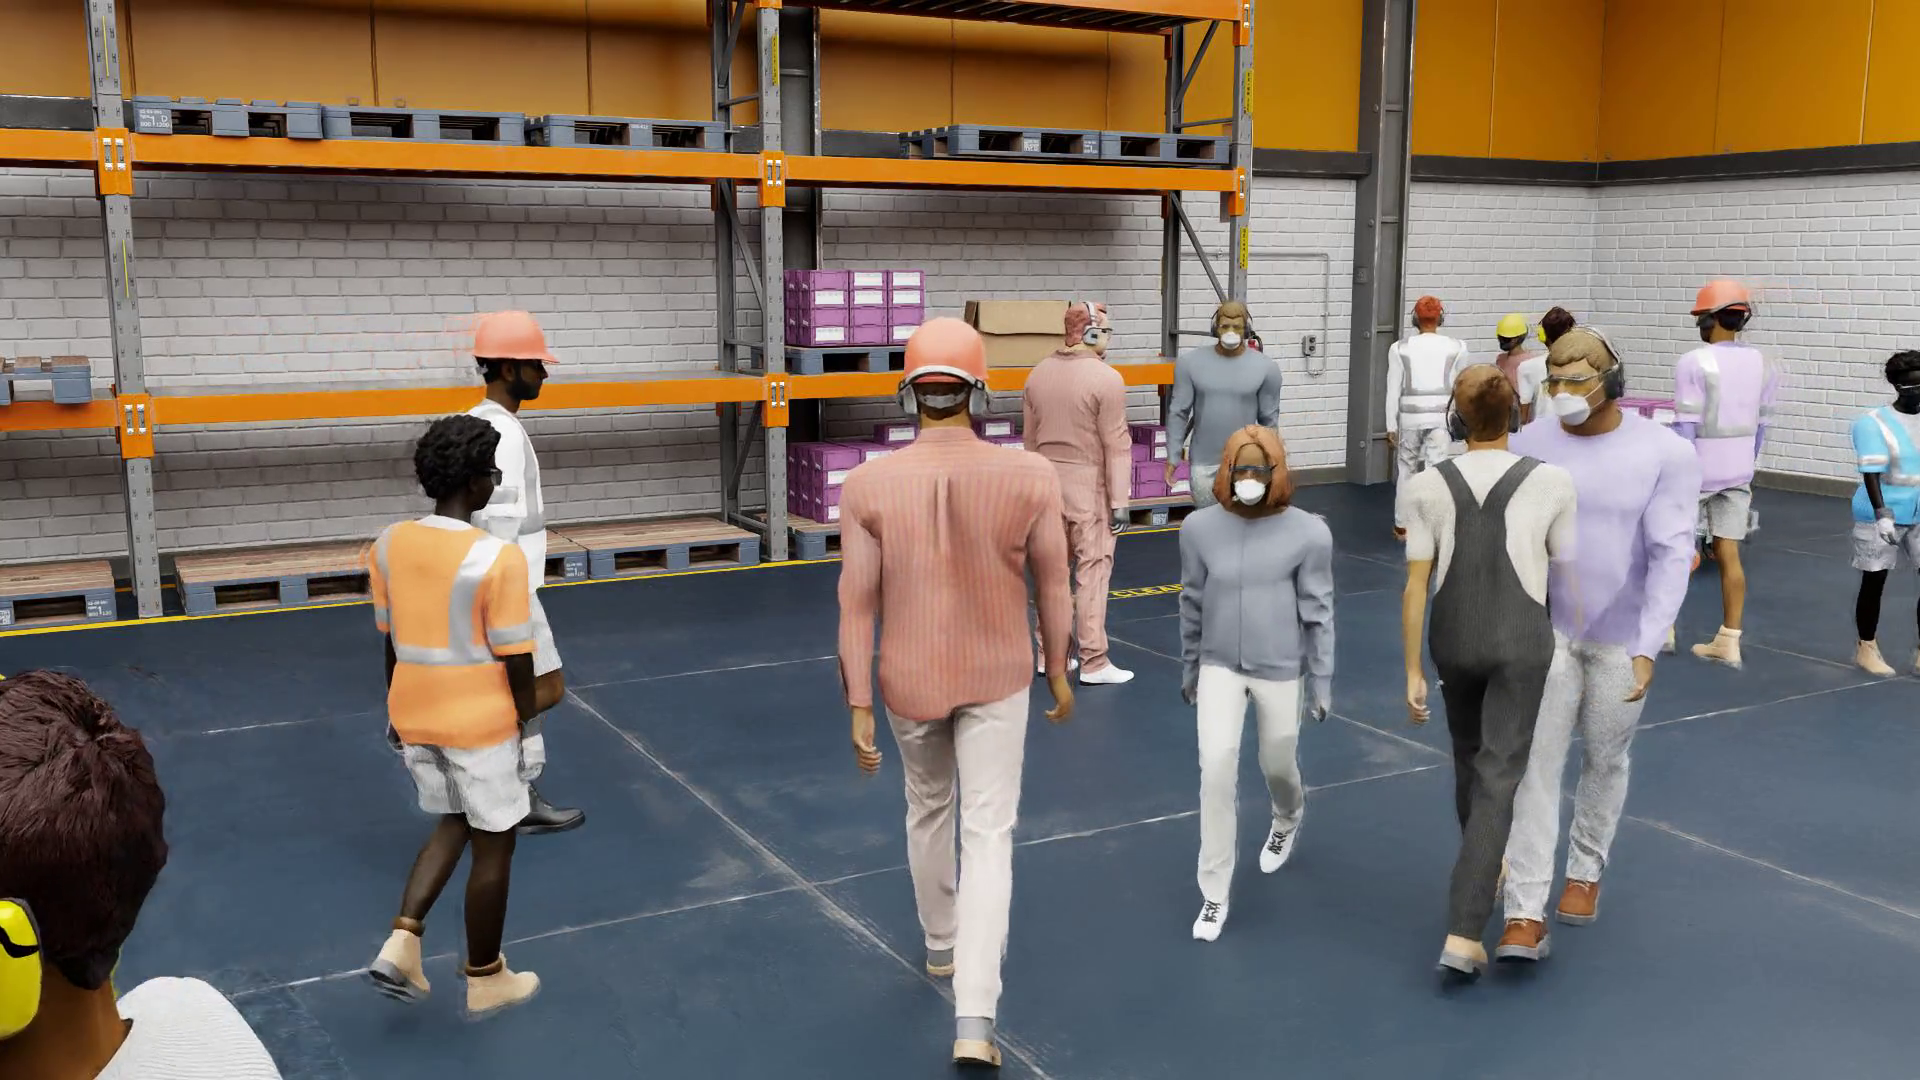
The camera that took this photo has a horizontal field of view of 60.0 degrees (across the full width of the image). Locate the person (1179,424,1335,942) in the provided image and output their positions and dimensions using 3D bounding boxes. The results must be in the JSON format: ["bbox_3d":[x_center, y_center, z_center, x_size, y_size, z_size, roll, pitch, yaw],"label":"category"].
[{"bbox_3d":[0.962,0.406,5.352,0.506,1.598,0.795,4,10,21],"label":"person"}]

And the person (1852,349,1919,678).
[{"bbox_3d":[4.688,-0.104,8.239,0.538,1.670,0.628,-1,9,-6],"label":"person"}]

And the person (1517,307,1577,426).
[{"bbox_3d":[3.822,-0.572,10.649,0.525,1.824,0.945,4,10,22],"label":"person"}]

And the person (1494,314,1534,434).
[{"bbox_3d":[4.399,-0.939,13.224,0.880,1.700,0.596,-1,9,-5],"label":"person"}]

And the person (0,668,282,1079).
[{"bbox_3d":[-0.595,0.969,1.277,0.989,1.819,0.533,-1,9,-9],"label":"person"}]

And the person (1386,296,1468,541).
[{"bbox_3d":[3.461,-0.870,12.350,0.588,1.846,0.884,3,10,15],"label":"person"}]

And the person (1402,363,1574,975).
[{"bbox_3d":[1.599,0.362,5.055,0.525,1.792,1.018,5,11,29],"label":"person"}]

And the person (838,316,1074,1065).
[{"bbox_3d":[-0.013,0.379,4.478,0.626,1.955,1.024,1,9,6],"label":"person"}]

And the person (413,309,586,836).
[{"bbox_3d":[-1.647,0.147,5.931,0.508,1.923,0.569,-4,10,-22],"label":"person"}]

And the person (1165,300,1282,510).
[{"bbox_3d":[1.562,-0.469,9.826,0.645,1.895,1.028,3,10,17],"label":"person"}]

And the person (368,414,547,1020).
[{"bbox_3d":[-1.359,0.499,4.518,0.544,1.680,0.404,5,11,29],"label":"person"}]

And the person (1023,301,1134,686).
[{"bbox_3d":[0.615,-0.233,8.314,0.401,1.904,0.646,-8,13,-42],"label":"person"}]

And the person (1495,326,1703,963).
[{"bbox_3d":[1.837,0.318,4.978,0.616,1.885,0.965,5,11,30],"label":"person"}]

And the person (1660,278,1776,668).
[{"bbox_3d":[3.898,-0.365,8.789,0.628,2.008,0.824,-3,10,-17],"label":"person"}]
